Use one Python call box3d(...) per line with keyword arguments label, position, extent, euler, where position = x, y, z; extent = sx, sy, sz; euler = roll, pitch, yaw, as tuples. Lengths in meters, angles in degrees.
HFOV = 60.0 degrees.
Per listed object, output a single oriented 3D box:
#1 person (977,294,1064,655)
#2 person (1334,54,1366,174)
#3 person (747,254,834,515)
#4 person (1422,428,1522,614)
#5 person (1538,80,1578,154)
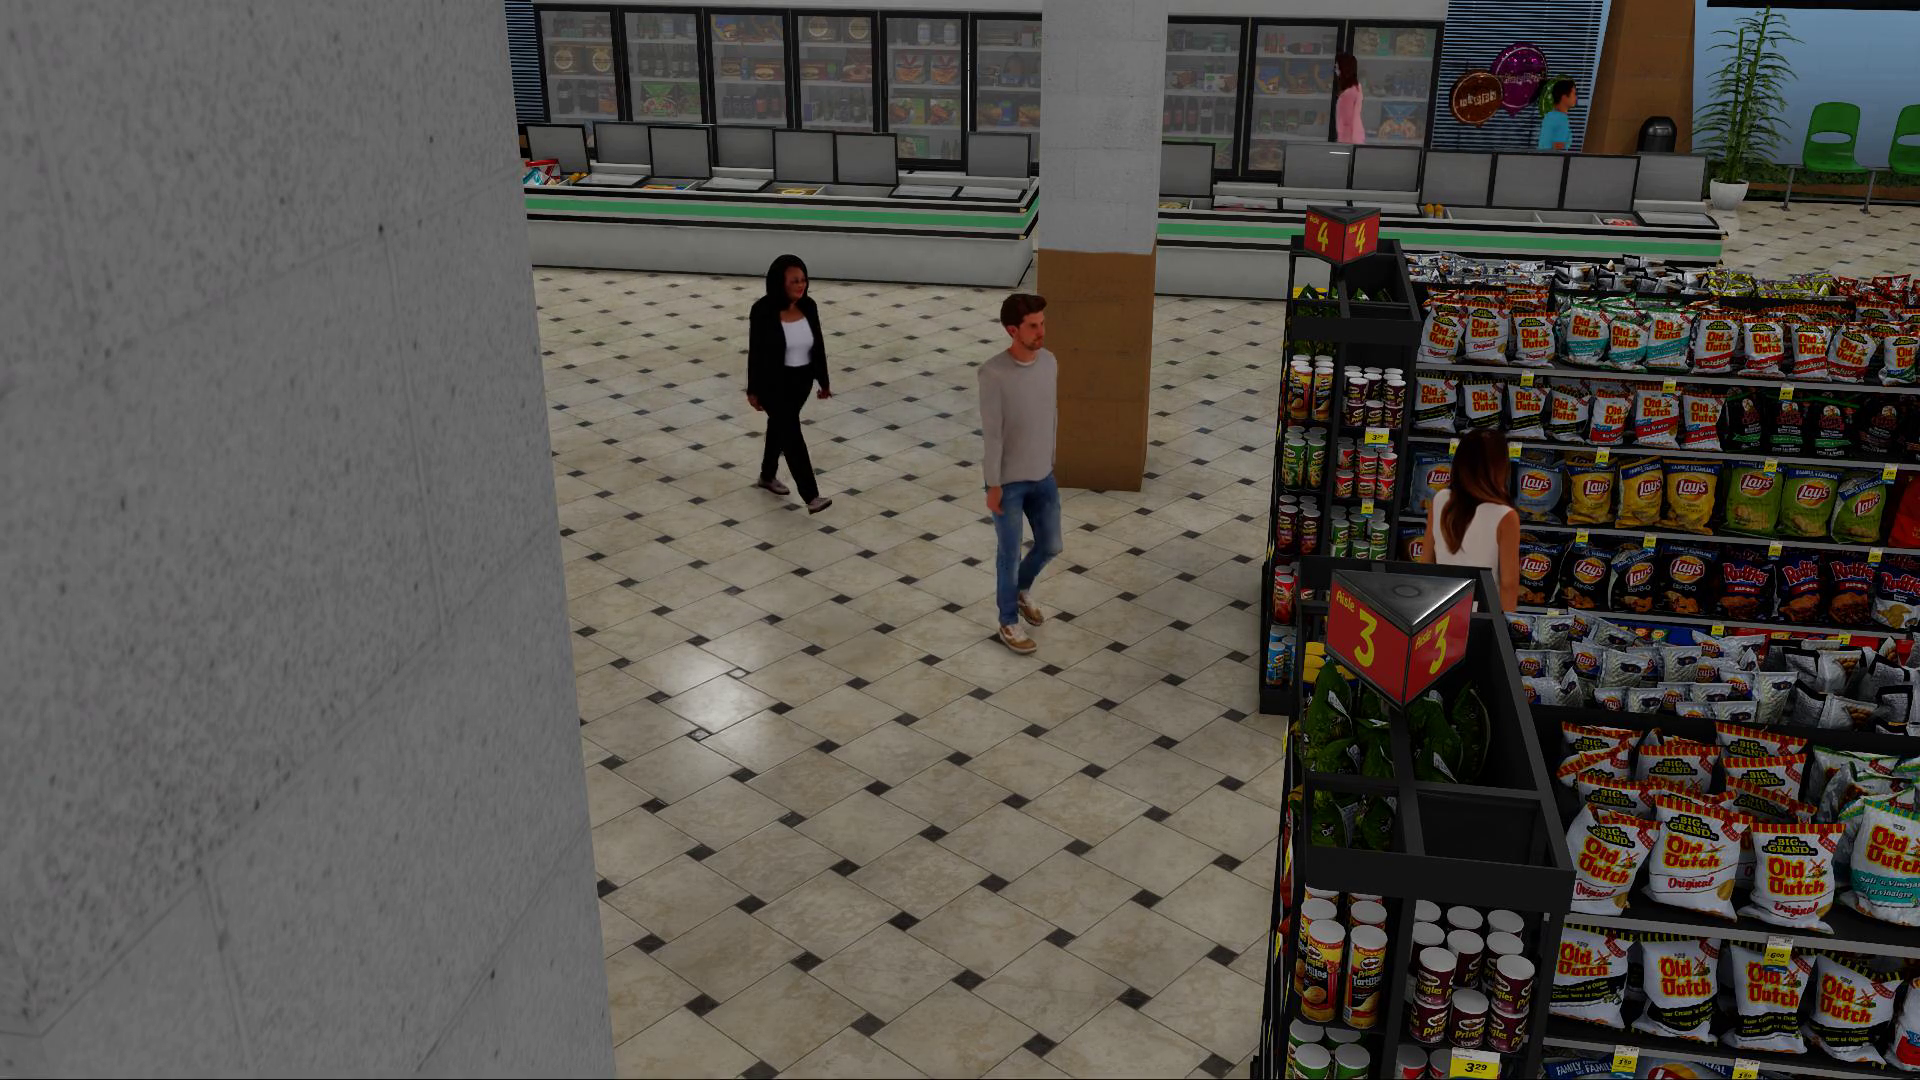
box3d(label="person", position=(0.244, -0.352, 8.459), extent=(0.816, 1.891, 0.878), euler=(-16, 28, -32))
box3d(label="person", position=(4.076, -4.043, 17.062), extent=(1.086, 1.756, 0.847), euler=(11, 26, 24))
box3d(label="person", position=(-1.138, -0.968, 10.261), extent=(1.156, 1.574, 1.010), euler=(21, 31, 39))
box3d(label="person", position=(2.078, 0.382, 6.915), extent=(0.737, 1.784, 0.654), euler=(-20, 30, -38))
box3d(label="person", position=(5.436, -3.407, 15.604), extent=(0.856, 1.759, 0.632), euler=(3, 24, 8))
